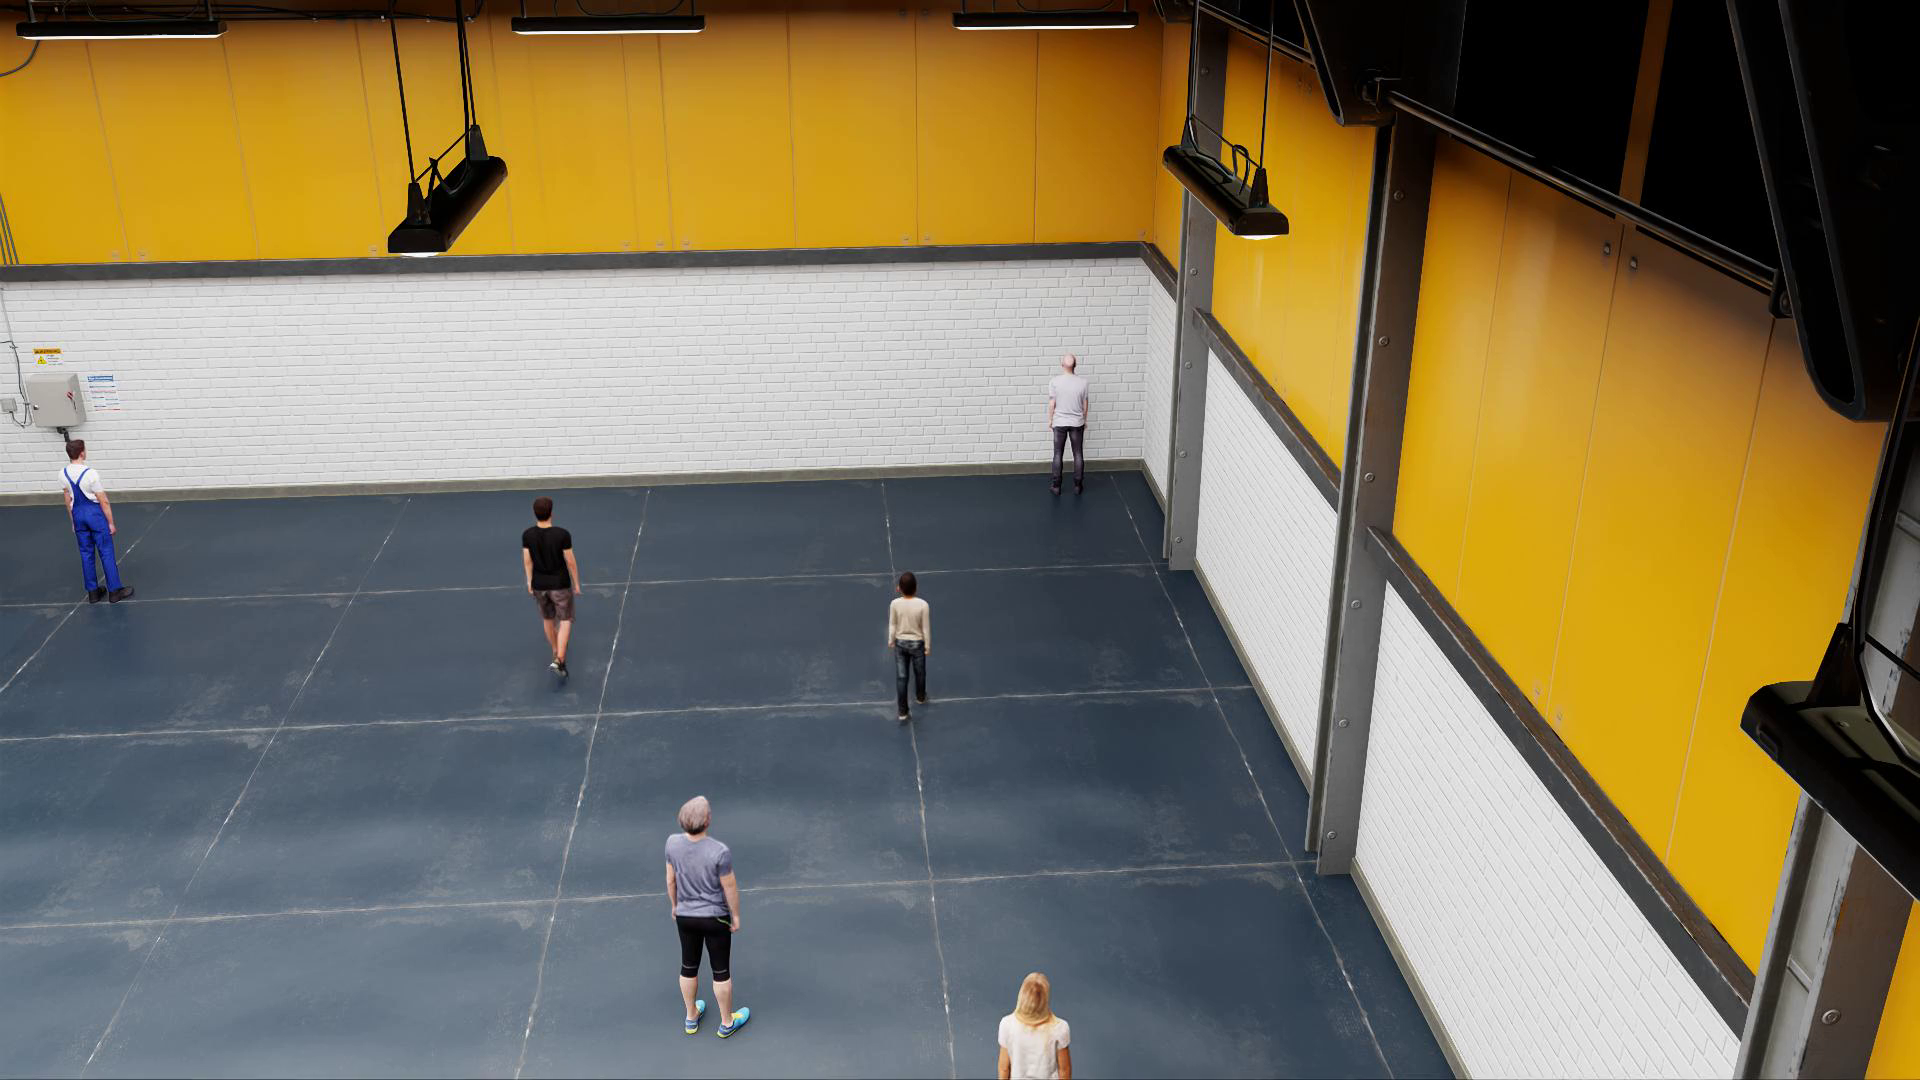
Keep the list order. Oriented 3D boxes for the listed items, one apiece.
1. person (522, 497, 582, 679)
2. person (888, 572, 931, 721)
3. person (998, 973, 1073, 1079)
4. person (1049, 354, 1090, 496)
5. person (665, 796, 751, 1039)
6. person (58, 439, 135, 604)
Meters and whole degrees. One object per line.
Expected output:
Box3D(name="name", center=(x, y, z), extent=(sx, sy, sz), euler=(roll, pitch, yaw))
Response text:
Box3D(name="person", center=(-4.066, 0.460, 16.498), extent=(0.755, 1.864, 1.043), euler=(1, 24, 2))
Box3D(name="person", center=(-0.496, 1.024, 15.733), extent=(0.664, 1.442, 0.903), euler=(2, 24, 5))
Box3D(name="person", center=(0.447, 3.350, 9.956), extent=(0.643, 1.808, 0.575), euler=(3, 24, 7))
Box3D(name="person", center=(1.361, -1.463, 20.936), extent=(0.653, 1.832, 0.579), euler=(-1, 24, -3))
Box3D(name="person", center=(-1.784, 2.611, 11.549), extent=(0.740, 1.887, 0.697), euler=(7, 24, 15))
Box3D(name="person", center=(-9.447, -0.212, 18.054), extent=(0.663, 1.849, 0.611), euler=(2, 24, 3))
